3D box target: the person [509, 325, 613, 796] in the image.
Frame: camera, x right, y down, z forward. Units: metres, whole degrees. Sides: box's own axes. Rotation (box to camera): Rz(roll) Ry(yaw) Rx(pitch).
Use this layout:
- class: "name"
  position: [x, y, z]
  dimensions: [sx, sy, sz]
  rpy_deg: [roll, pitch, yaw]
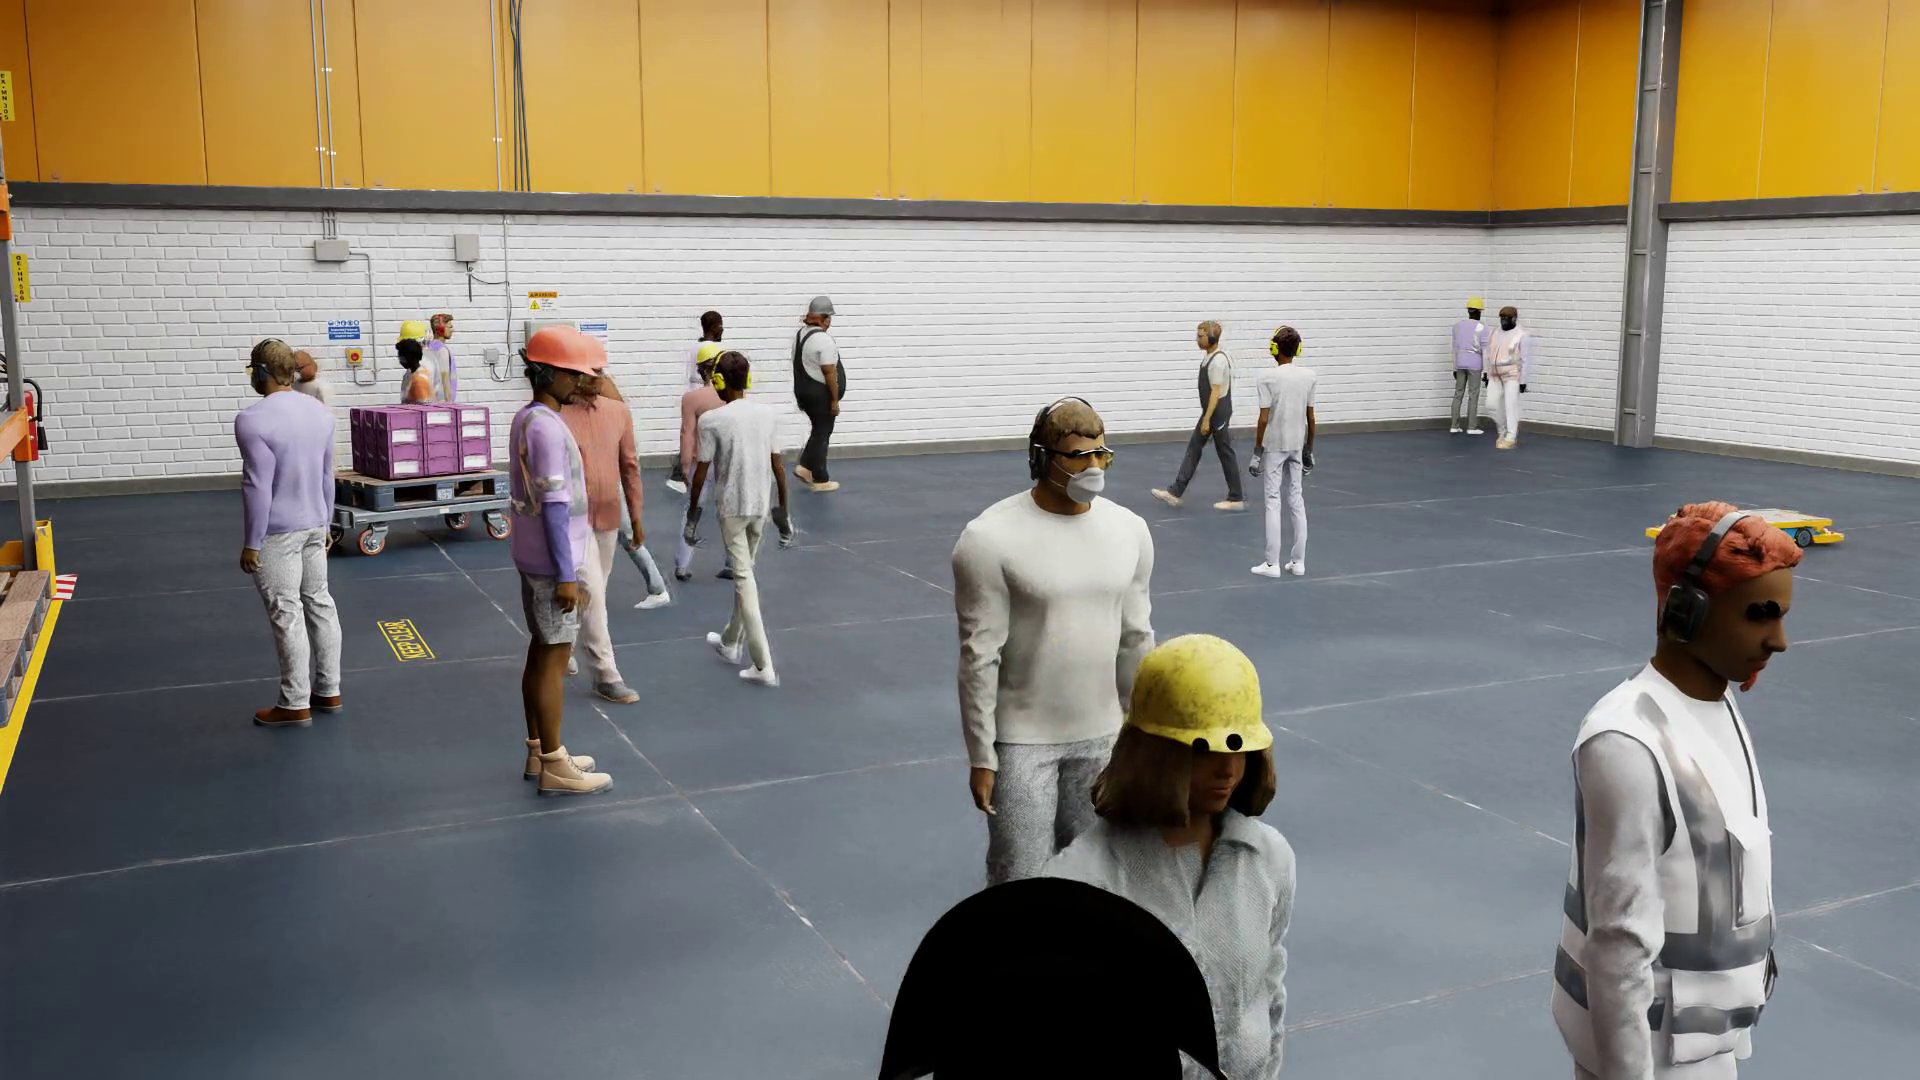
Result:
- class: "person"
  position: [-1.754, 0.089, 7.256]
  dimensions: [0.392, 2.035, 0.605]
  rpy_deg: [-4, 10, -23]

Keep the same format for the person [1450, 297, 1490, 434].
- class: "person"
  position: [7.151, -2.434, 23.271]
  dimensions: [0.397, 1.919, 0.580]
  rpy_deg: [-8, 12, -41]

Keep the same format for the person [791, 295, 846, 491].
- class: "person"
  position: [-1.430, -1.515, 17.186]
  dimensions: [0.536, 2.000, 0.713]
  rpy_deg: [-6, 11, -31]

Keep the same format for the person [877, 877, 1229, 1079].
- class: "person"
  position: [0.060, 1.133, 1.114]
  dimensions: [0.594, 1.922, 0.376]
  rpy_deg: [2, 9, 14]

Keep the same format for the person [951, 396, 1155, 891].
- class: "person"
  position: [0.270, 0.559, 4.678]
  dimensions: [0.622, 1.932, 0.368]
  rpy_deg: [-4, 10, -26]

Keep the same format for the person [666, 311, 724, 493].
- class: "person"
  position: [-2.608, -1.417, 17.108]
  dimensions: [0.984, 1.876, 0.609]
  rpy_deg: [-5, 11, -29]

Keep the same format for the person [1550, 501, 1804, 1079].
- class: "person"
  position: [1.215, 0.870, 2.870]
  dimensions: [0.355, 1.885, 0.573]
  rpy_deg: [7, 11, 35]

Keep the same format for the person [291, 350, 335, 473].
- class: "person"
  position: [-5.729, -0.858, 14.494]
  dimensions: [0.550, 1.581, 0.835]
  rpy_deg: [5, 10, 28]

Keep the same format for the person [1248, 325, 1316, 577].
- class: "person"
  position: [2.396, -0.655, 12.380]
  dimensions: [0.538, 1.869, 0.312]
  rpy_deg: [-3, 10, -21]

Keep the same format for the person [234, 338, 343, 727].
- class: "person"
  position: [-3.356, -0.035, 8.316]
  dimensions: [0.353, 1.937, 0.635]
  rpy_deg: [3, 10, 17]

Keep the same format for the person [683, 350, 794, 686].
- class: "person"
  position: [-1.295, -0.137, 9.305]
  dimensions: [0.537, 1.819, 0.927]
  rpy_deg: [-8, 12, -40]

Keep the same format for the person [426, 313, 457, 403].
- class: "person"
  position: [-5.332, -1.393, 17.040]
  dimensions: [0.372, 1.840, 0.570]
  rpy_deg: [-6, 11, -33]

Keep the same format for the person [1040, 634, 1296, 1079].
- class: "person"
  position: [0.308, 0.976, 2.709]
  dimensions: [0.491, 1.722, 0.718]
  rpy_deg: [-4, 10, -24]

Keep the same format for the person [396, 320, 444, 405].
- class: "person"
  position: [-5.187, -1.253, 16.274]
  dimensions: [0.583, 1.808, 0.613]
  rpy_deg: [-4, 10, -23]

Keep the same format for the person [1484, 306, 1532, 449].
- class: "person"
  position: [6.983, -2.069, 21.255]
  dimensions: [0.436, 1.835, 0.666]
  rpy_deg: [-6, 11, -33]

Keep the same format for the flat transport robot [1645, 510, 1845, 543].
- class: "flat transport robot"
  position: [6.548, -0.100, 13.876]
  dimensions: [1.431, 0.197, 0.652]
  rpy_deg: [-2, 10, -15]

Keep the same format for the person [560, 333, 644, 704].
- class: "person"
  position: [-2.055, -0.146, 9.000]
  dimensions: [0.630, 1.953, 1.013]
  rpy_deg: [-9, 13, -44]

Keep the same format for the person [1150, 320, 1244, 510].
- class: "person"
  position: [2.277, -1.163, 15.741]
  dimensions: [0.939, 1.798, 0.535]
  rpy_deg: [-1, 9, -5]

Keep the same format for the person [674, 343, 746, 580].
- class: "person"
  position: [-1.827, -0.561, 12.183]
  dimensions: [0.543, 1.749, 0.442]
  rpy_deg: [-5, 10, -27]

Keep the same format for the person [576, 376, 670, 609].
- class: "person"
  position: [-2.358, -0.317, 11.200]
  dimensions: [0.901, 1.578, 0.519]
  rpy_deg: [2, 9, 13]

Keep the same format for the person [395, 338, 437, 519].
- class: "person"
  position: [-4.861, -1.021, 15.239]
  dimensions: [0.533, 1.668, 0.577]
  rpy_deg: [-3, 10, -18]
